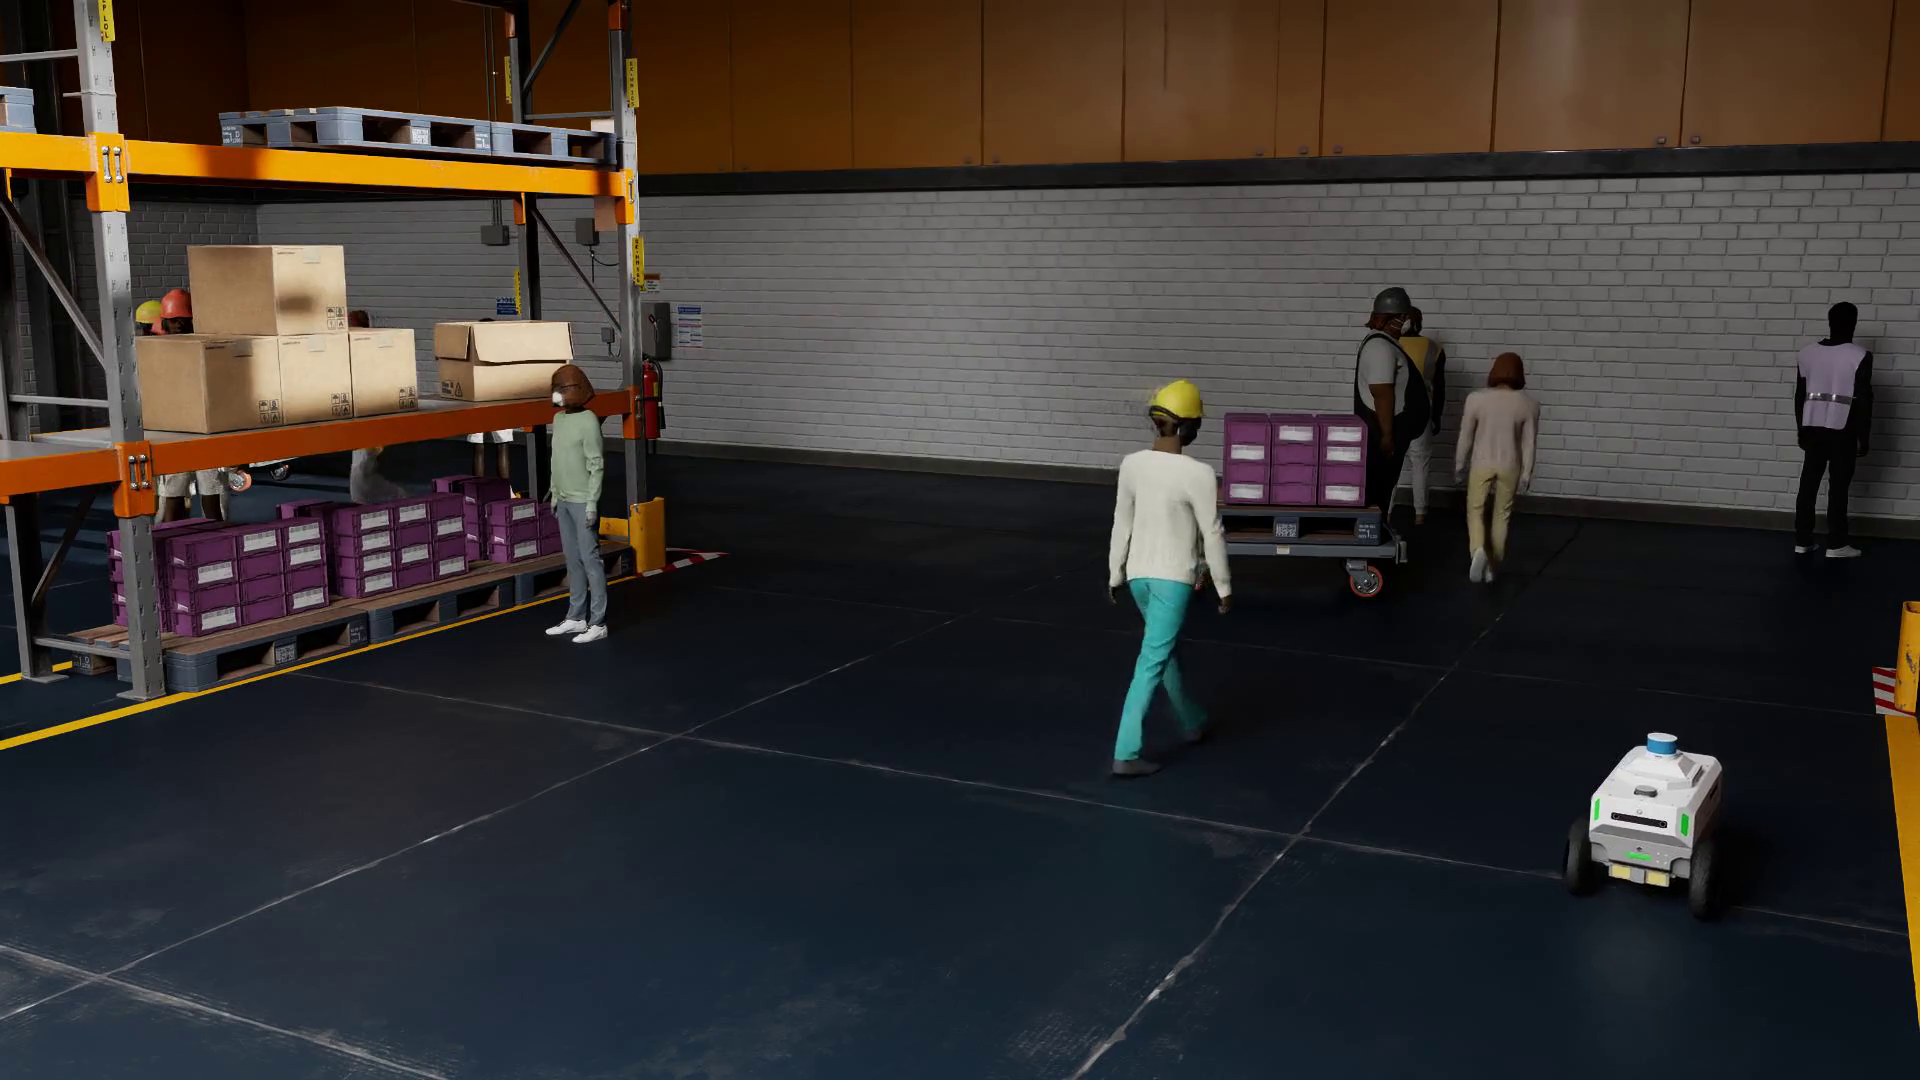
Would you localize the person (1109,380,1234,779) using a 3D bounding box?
[{"bbox_3d":[0.965,0.162,7.366,0.902,1.720,0.545,-8,13,-39],"label":"person"}]

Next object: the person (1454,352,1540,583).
[{"bbox_3d":[3.655,-0.471,11.346,0.544,1.610,0.632,3,10,16],"label":"person"}]

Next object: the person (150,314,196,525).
[{"bbox_3d":[-5.459,-0.618,11.391,0.549,1.895,0.942,-1,10,-8],"label":"person"}]

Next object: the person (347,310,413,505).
[{"bbox_3d":[-4.440,-0.823,12.666,0.728,1.862,0.575,-7,12,-34],"label":"person"}]

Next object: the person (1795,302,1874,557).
[{"bbox_3d":[6.557,-0.826,12.519,0.392,1.917,0.592,-6,11,-30],"label":"person"}]

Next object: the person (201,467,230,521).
[{"bbox_3d":[-5.869,-0.792,13.120,0.308,1.641,0.515,-1,10,-6],"label":"person"}]

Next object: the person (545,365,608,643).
[{"bbox_3d":[-2.267,-0.216,9.808,0.281,1.632,0.504,-9,13,-42],"label":"person"}]

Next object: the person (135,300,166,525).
[{"bbox_3d":[-6.040,-0.836,12.543,0.384,1.925,0.593,-9,13,-41],"label":"person"}]

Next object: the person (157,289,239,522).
[{"bbox_3d":[-5.095,-0.631,11.017,0.605,2.045,0.382,-4,11,-24],"label":"person"}]

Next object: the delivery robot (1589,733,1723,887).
[{"bbox_3d":[2.508,0.937,5.978,0.477,0.478,0.707,6,11,32],"label":"delivery robot"}]

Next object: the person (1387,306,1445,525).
[{"bbox_3d":[3.748,-1.044,14.005,0.624,1.840,0.430,2,10,14],"label":"person"}]

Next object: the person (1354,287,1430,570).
[{"bbox_3d":[3.136,-0.815,12.095,0.539,2.000,0.689,2,10,9],"label":"person"}]

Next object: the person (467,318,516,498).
[{"bbox_3d":[-4.253,-1.156,15.062,0.539,1.696,0.317,2,10,11],"label":"person"}]
